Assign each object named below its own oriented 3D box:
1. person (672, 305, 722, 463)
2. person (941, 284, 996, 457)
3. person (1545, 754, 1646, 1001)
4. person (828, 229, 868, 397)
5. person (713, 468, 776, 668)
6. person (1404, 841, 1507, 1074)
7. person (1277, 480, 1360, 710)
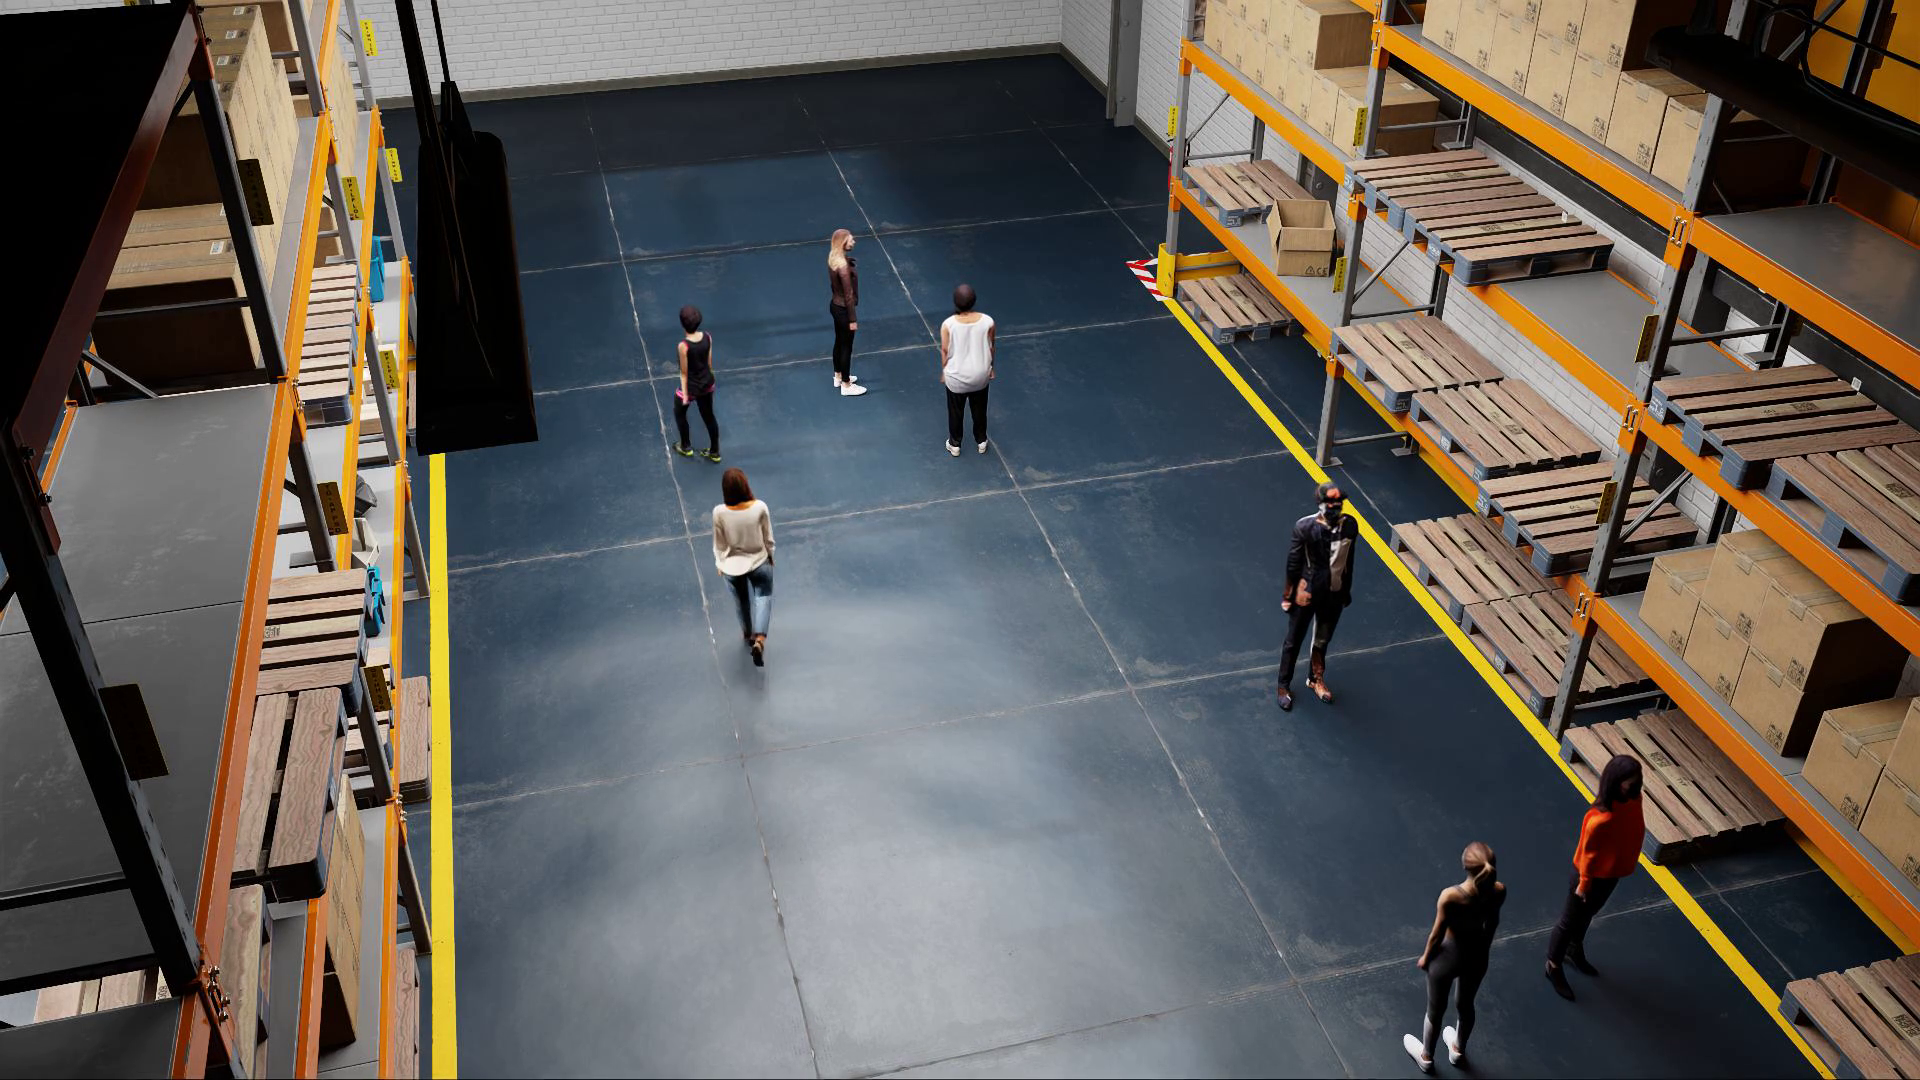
[{"bbox_3d":[-2.353,-1.385,15.145,0.853,1.532,0.762,27,42,34],"label":"person"},{"bbox_3d":[0.052,-1.570,15.282,0.667,1.687,0.612,-6,34,-9],"label":"person"},{"bbox_3d":[3.788,1.967,9.906,0.698,1.749,0.691,-25,41,-32],"label":"person"},{"bbox_3d":[-1.147,-2.238,16.272,0.681,1.705,0.467,-12,35,-17],"label":"person"},{"bbox_3d":[-1.614,0.221,12.608,0.700,1.665,0.945,-4,34,-6],"label":"person"},{"bbox_3d":[2.812,2.350,9.368,0.571,1.707,0.551,-6,34,-8],"label":"person"},{"bbox_3d":[2.616,0.384,12.160,0.696,1.891,0.580,-7,34,-10],"label":"person"}]
